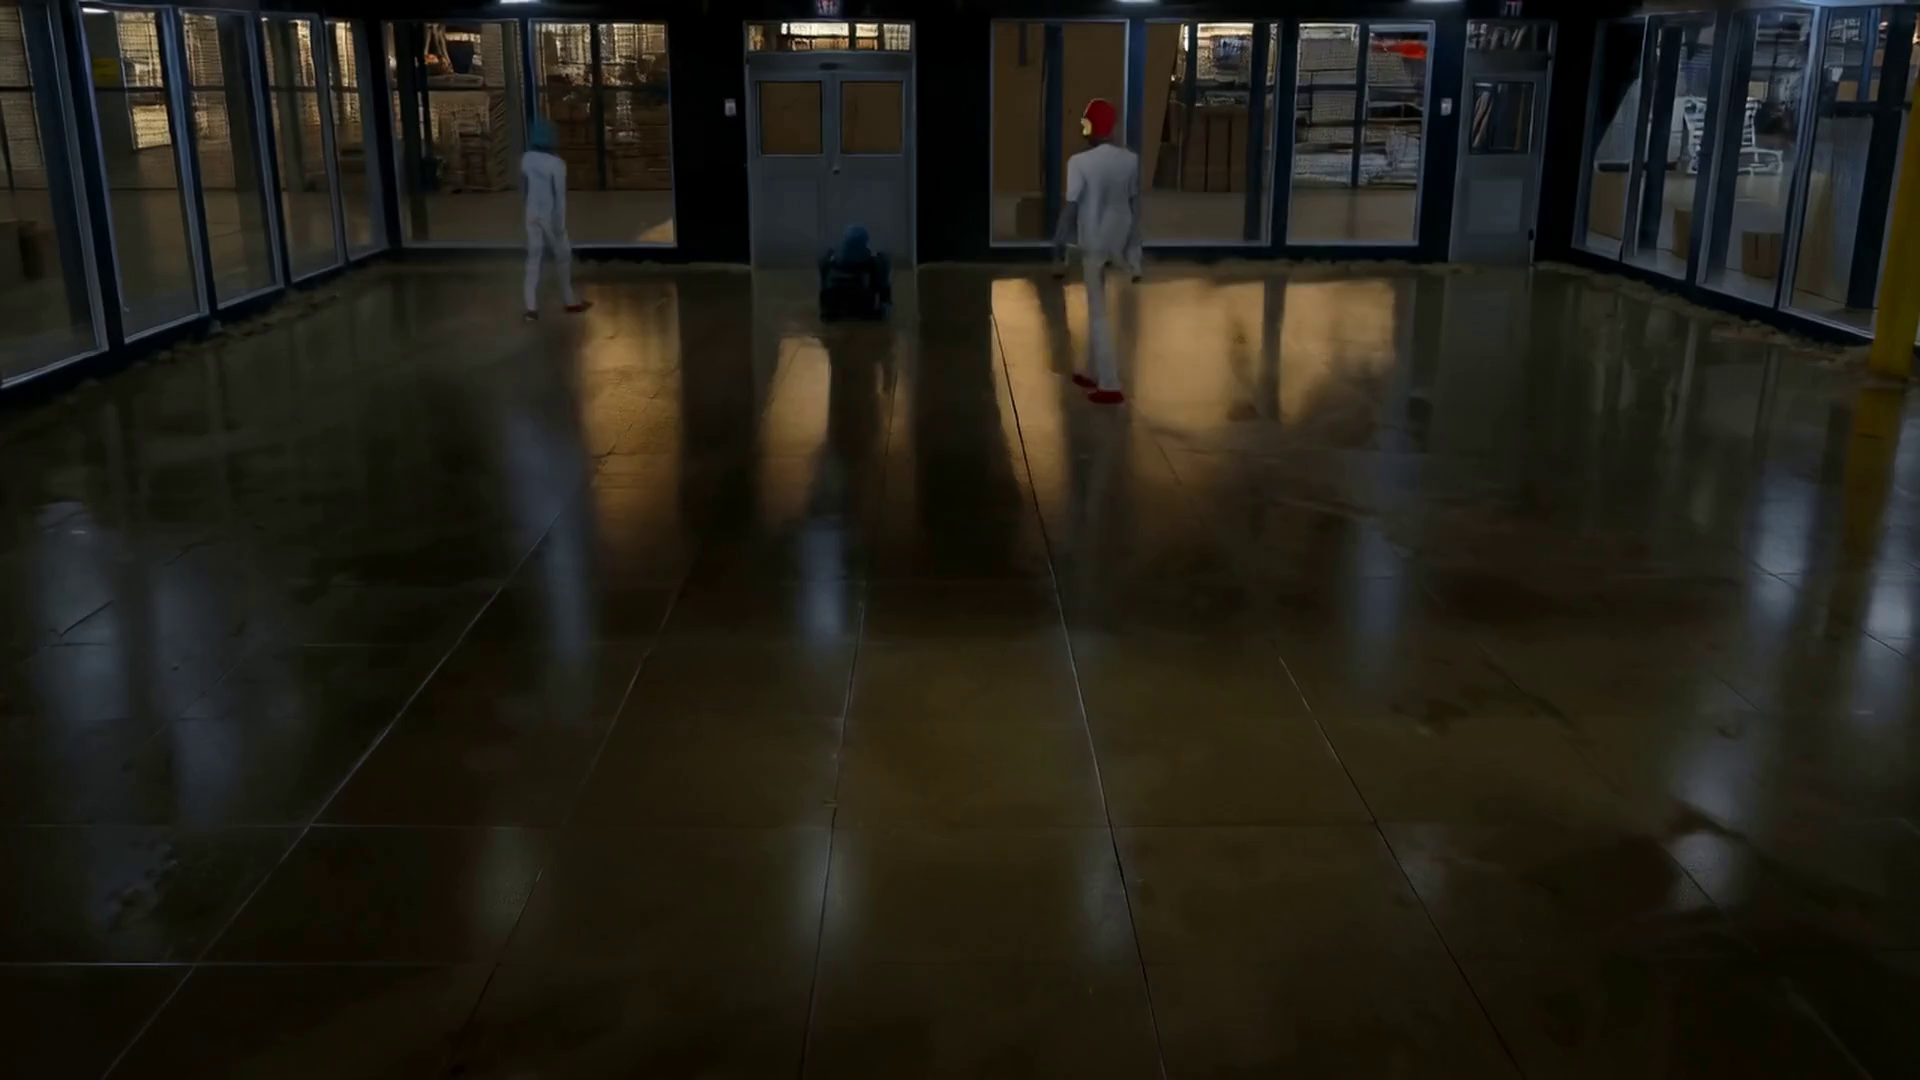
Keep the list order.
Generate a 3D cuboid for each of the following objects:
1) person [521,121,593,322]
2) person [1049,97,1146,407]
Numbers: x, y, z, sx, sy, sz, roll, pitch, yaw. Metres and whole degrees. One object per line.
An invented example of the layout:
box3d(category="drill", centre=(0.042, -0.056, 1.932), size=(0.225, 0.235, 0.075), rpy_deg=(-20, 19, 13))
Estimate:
box3d(category="person", centre=(-3.298, -2.552, 13.354), size=(0.497, 1.580, 0.794), rpy_deg=(7, 18, 22))
box3d(category="person", centre=(0.795, -1.773, 10.253), size=(0.563, 1.837, 0.796), rpy_deg=(-9, 19, -28))
